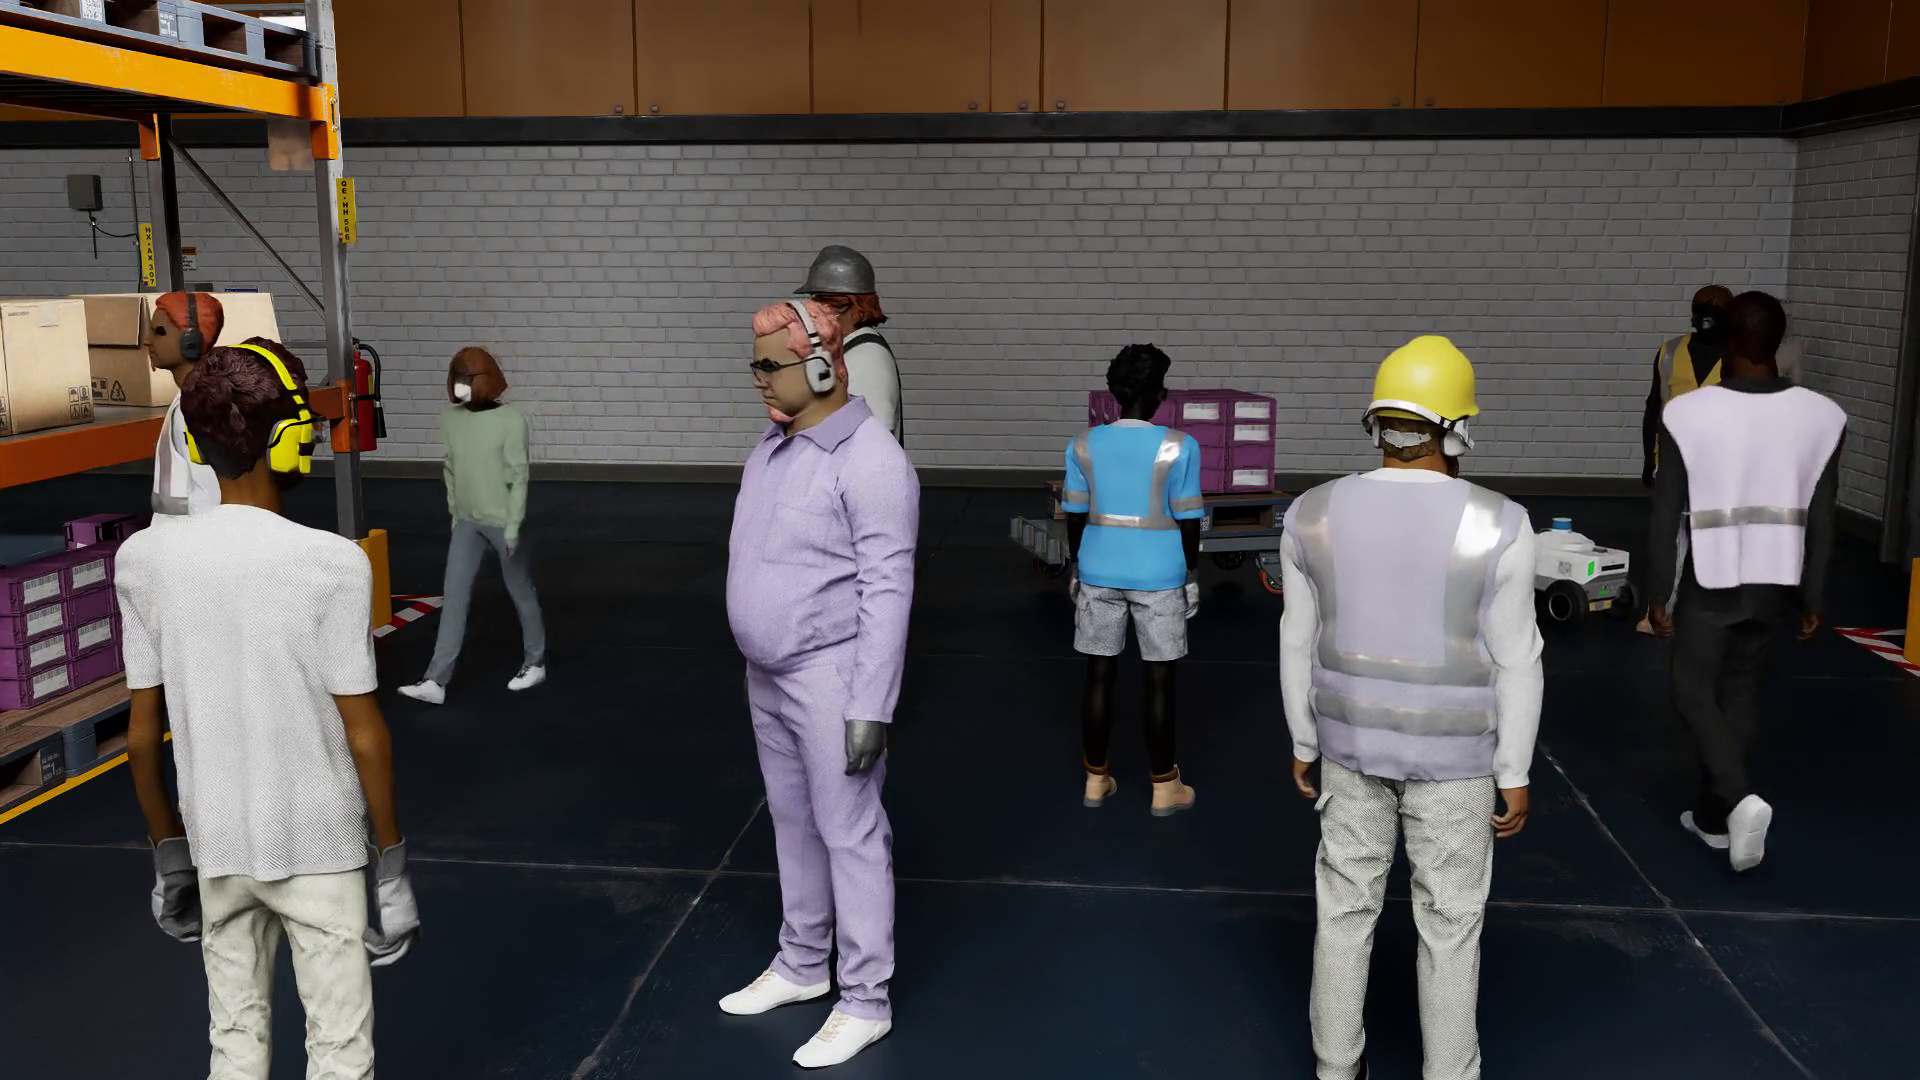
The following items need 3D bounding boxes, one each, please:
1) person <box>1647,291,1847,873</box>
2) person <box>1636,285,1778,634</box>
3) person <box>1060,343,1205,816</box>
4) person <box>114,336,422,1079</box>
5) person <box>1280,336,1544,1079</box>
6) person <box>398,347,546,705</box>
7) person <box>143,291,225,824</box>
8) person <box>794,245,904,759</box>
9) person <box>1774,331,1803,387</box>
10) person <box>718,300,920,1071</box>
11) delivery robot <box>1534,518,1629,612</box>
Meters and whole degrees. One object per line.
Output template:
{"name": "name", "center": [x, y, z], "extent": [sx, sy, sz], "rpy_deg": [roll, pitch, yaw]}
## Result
{"name": "person", "center": [2.552, 0.148, 5.403], "extent": [0.586, 1.899, 0.696], "rpy_deg": [0, 10, 2]}
{"name": "person", "center": [3.855, -0.395, 8.648], "extent": [0.626, 1.844, 0.429], "rpy_deg": [8, 13, 38]}
{"name": "person", "center": [0.621, 0.146, 5.972], "extent": [0.534, 1.692, 0.322], "rpy_deg": [5, 11, 28]}
{"name": "person", "center": [-1.219, 0.578, 2.992], "extent": [0.518, 1.873, 0.328], "rpy_deg": [2, 10, 9]}
{"name": "person", "center": [1.020, 0.459, 3.781], "extent": [0.586, 1.833, 0.403], "rpy_deg": [6, 12, 31]}
{"name": "person", "center": [-2.149, -0.057, 7.402], "extent": [0.524, 1.583, 0.839], "rpy_deg": [5, 11, 24]}
{"name": "person", "center": [-2.598, 0.092, 5.733], "extent": [0.352, 1.884, 0.580], "rpy_deg": [-3, 10, -18]}
{"name": "person", "center": [-0.491, -0.139, 6.607], "extent": [0.536, 2.000, 0.672], "rpy_deg": [-1, 10, -7]}
{"name": "person", "center": [5.806, -0.888, 12.053], "extent": [0.499, 1.636, 0.285], "rpy_deg": [2, 10, 13]}
{"name": "person", "center": [-0.381, 0.356, 4.179], "extent": [0.406, 1.902, 0.639], "rpy_deg": [-7, 12, -34]}
{"name": "delivery robot", "center": [3.281, 0.121, 9.099], "extent": [0.477, 0.478, 0.707], "rpy_deg": [-5, 11, -29]}
